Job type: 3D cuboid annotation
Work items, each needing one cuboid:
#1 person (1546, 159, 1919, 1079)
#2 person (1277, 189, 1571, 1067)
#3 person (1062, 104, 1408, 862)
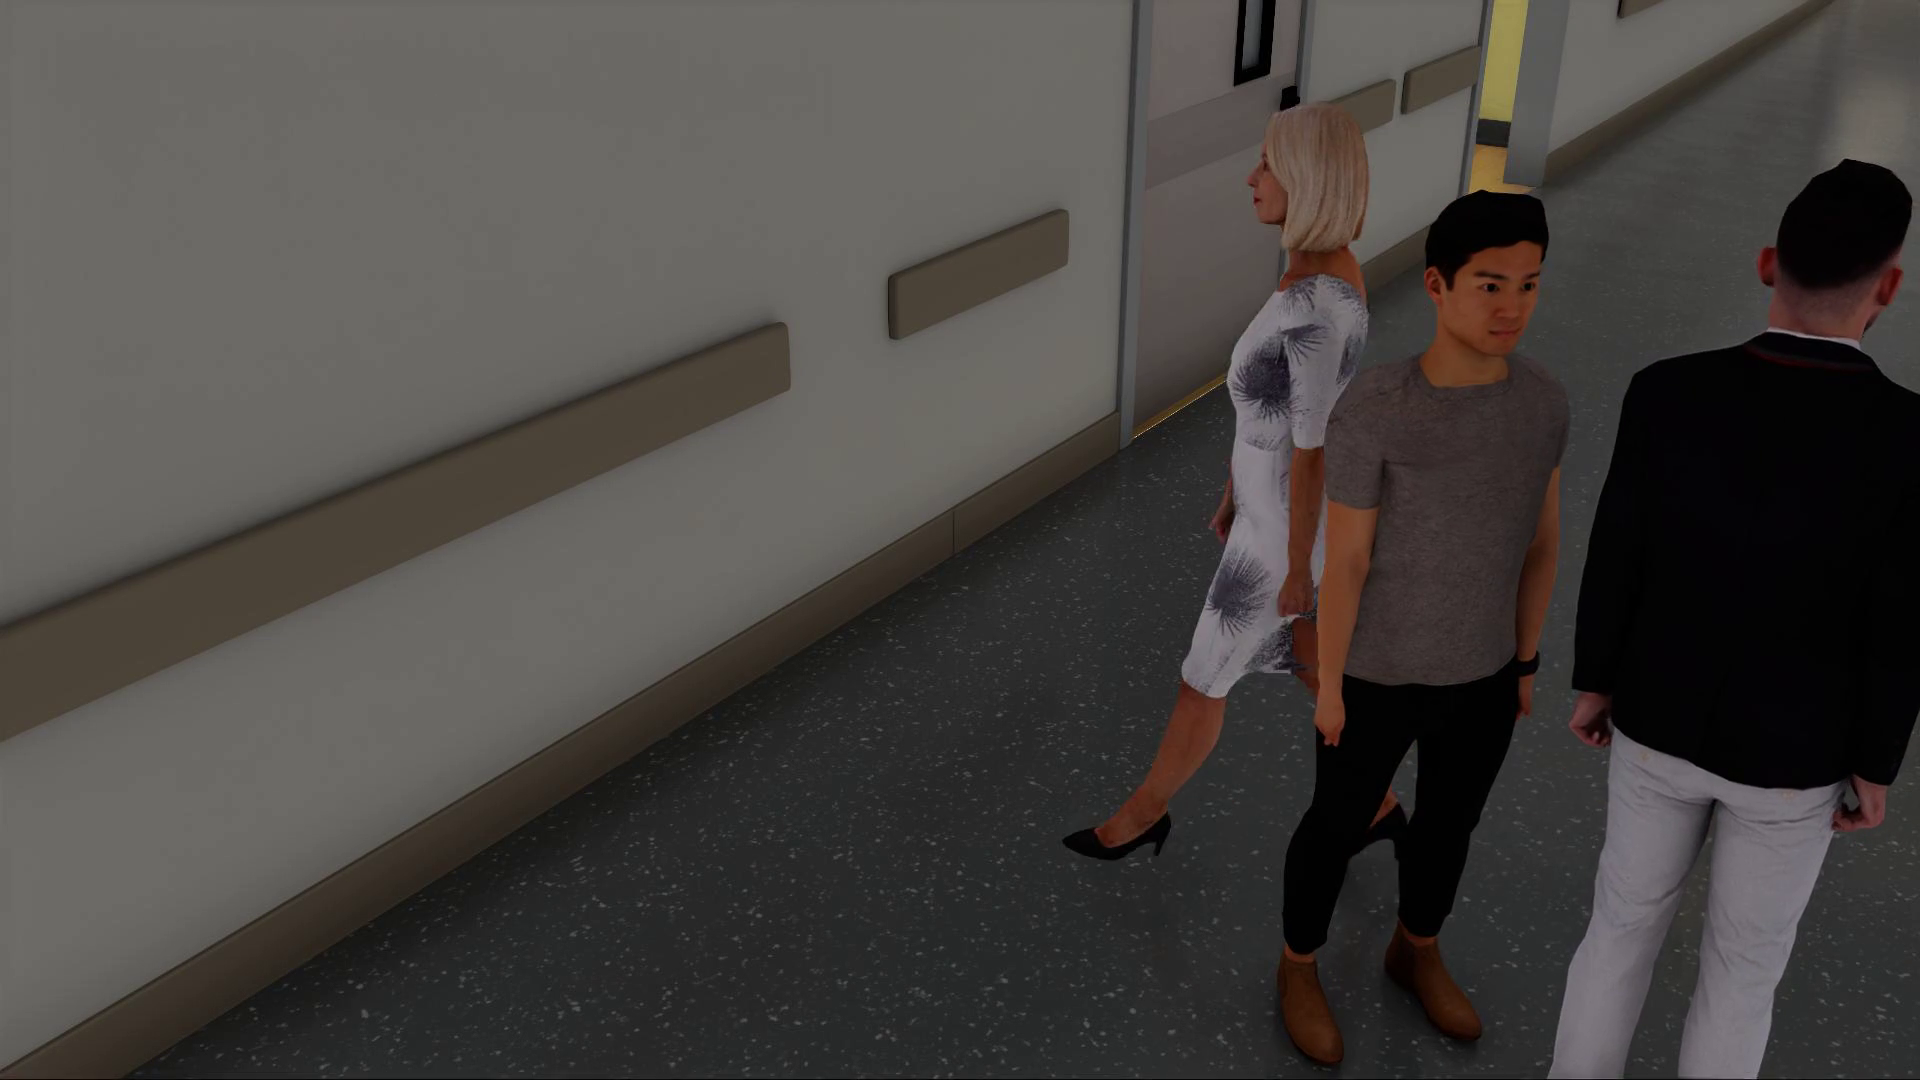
[{"bbox_3d":[1.221,0.318,2.662,0.530,1.836,0.741,22,33,38],"label":"person"},{"bbox_3d":[0.846,0.196,3.051,0.666,1.717,0.722,-5,26,-10],"label":"person"},{"bbox_3d":[0.760,-0.010,3.485,1.071,1.711,0.829,5,26,11],"label":"person"}]
